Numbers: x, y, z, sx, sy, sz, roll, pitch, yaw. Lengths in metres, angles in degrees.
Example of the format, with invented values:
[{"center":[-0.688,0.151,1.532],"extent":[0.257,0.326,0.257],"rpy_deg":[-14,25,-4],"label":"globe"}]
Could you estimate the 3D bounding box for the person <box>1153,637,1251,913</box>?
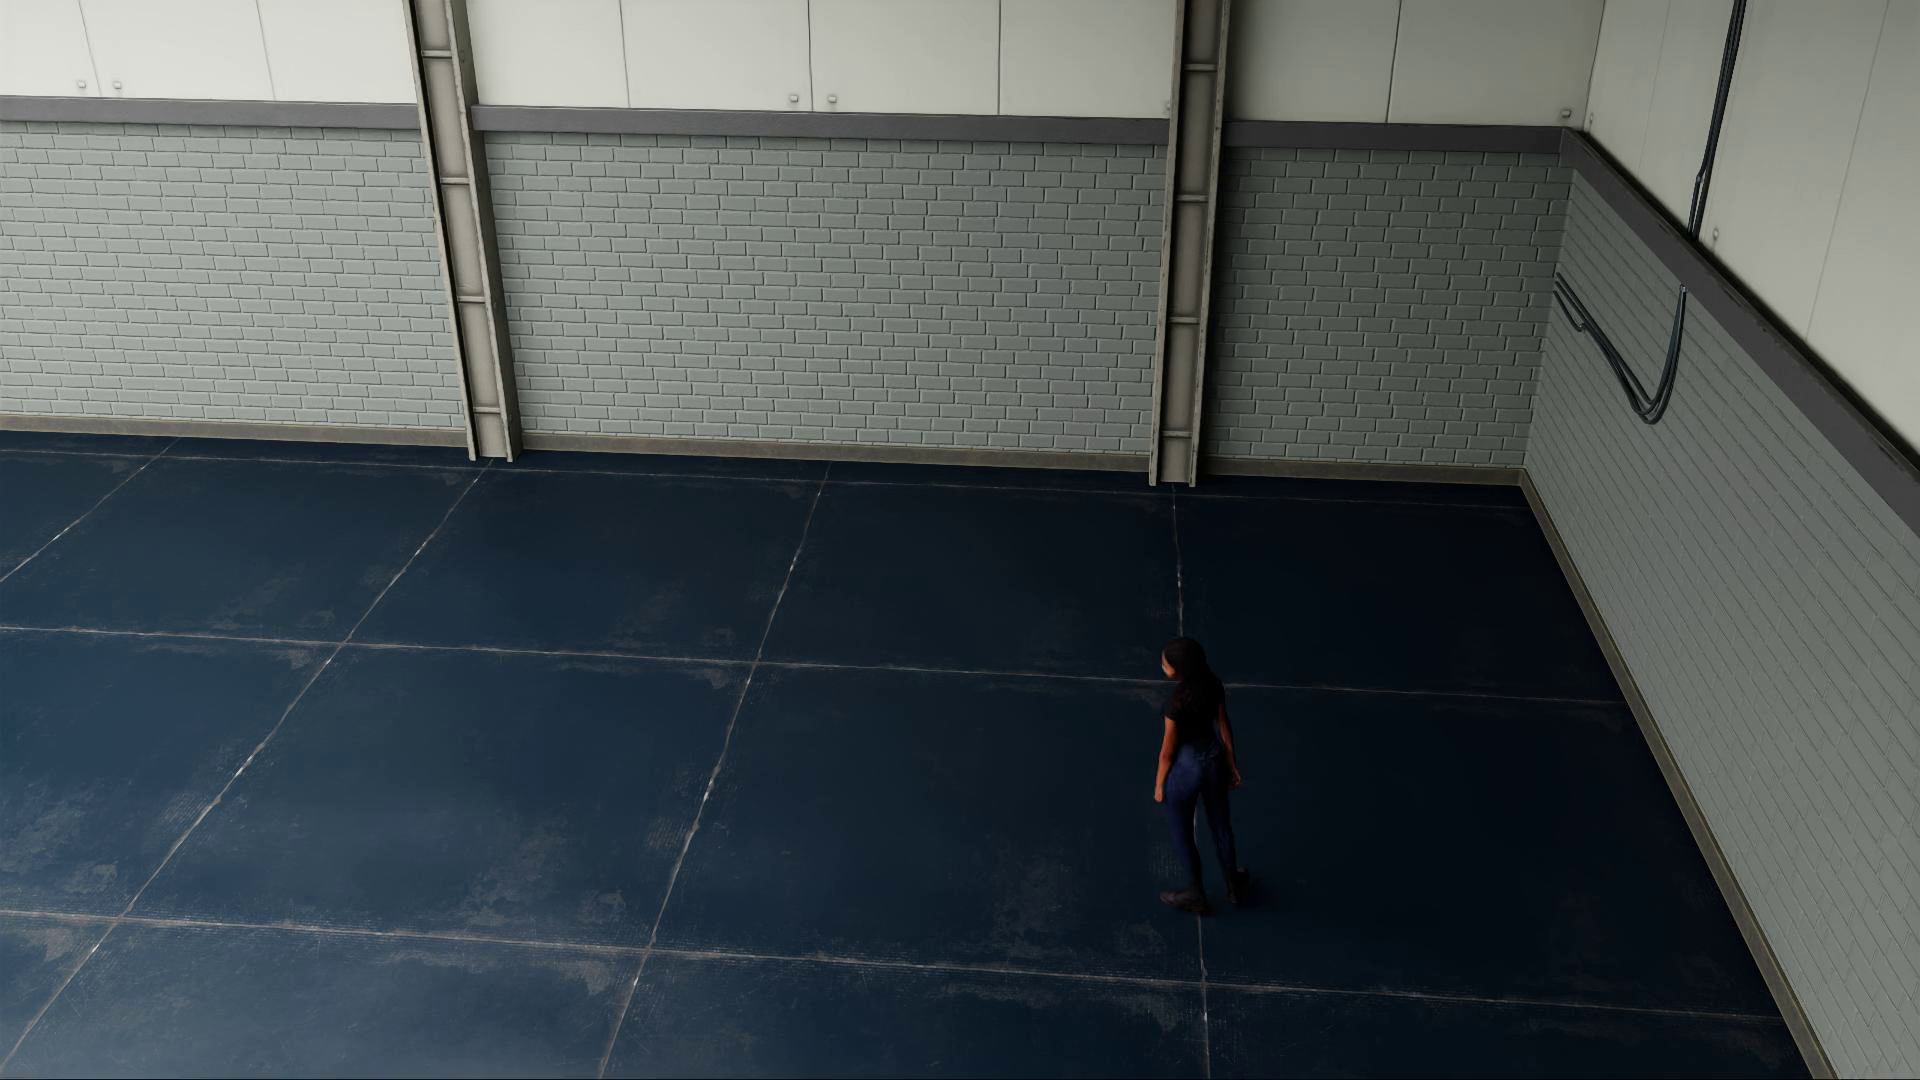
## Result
[{"center":[1.335,1.294,8.983],"extent":[0.841,1.705,0.940],"rpy_deg":[-10,29,-19],"label":"person"}]
